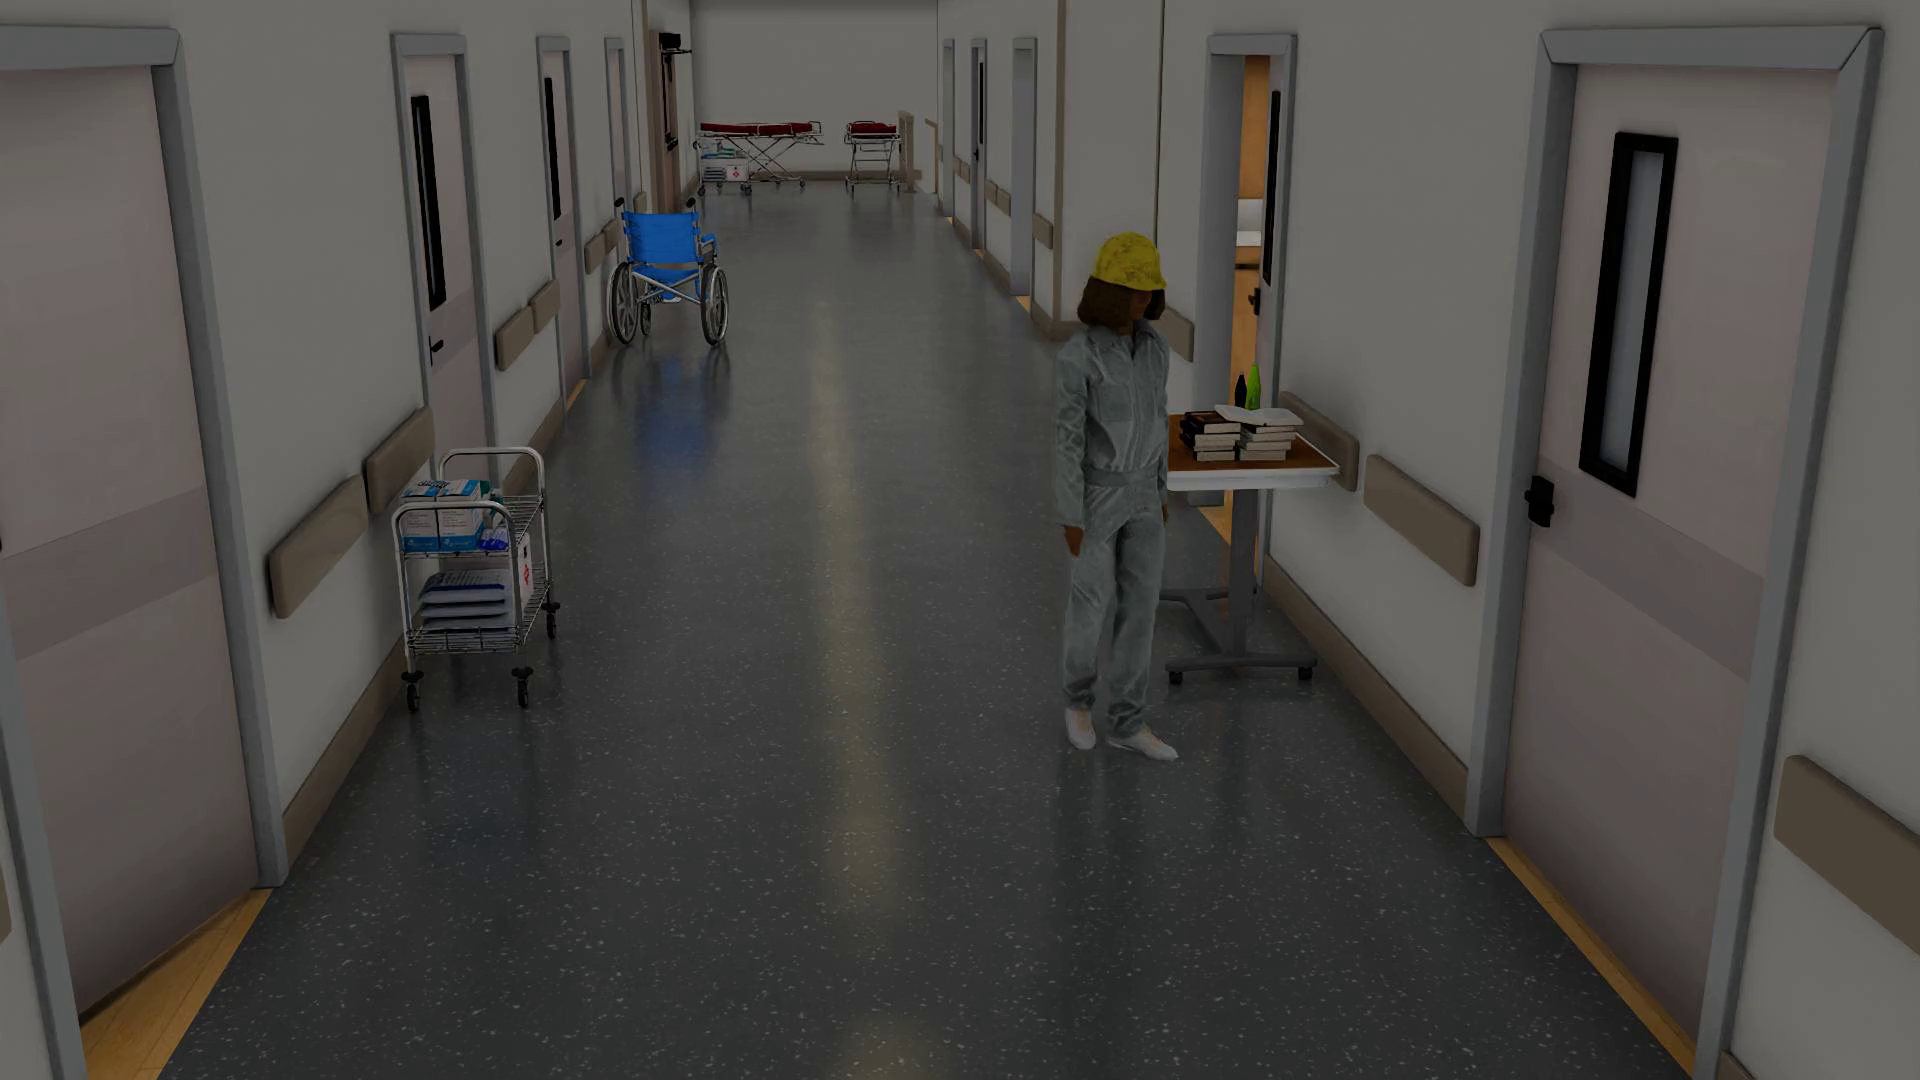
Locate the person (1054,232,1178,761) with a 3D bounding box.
[{"bbox_3d":[0.511,-0.126,5.402,0.504,1.734,0.471,-13,21,-37],"label":"person"}]
